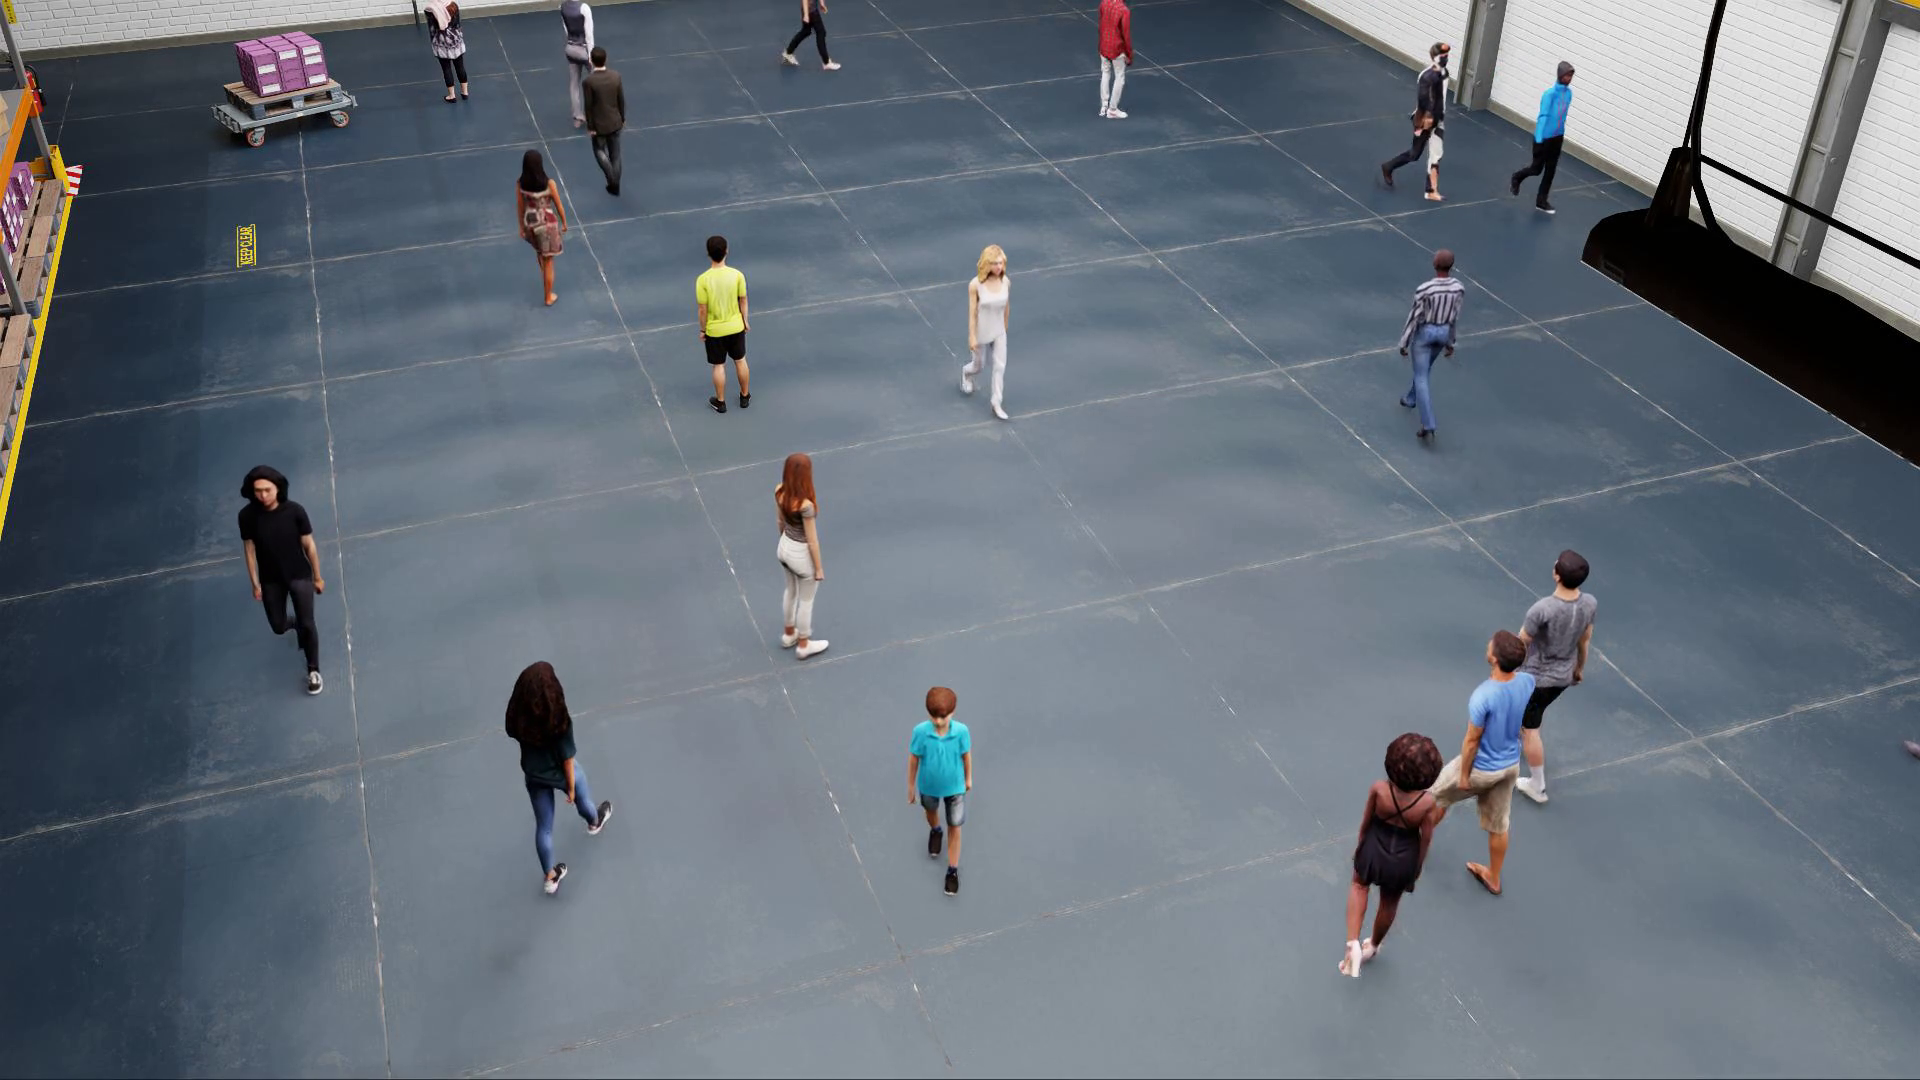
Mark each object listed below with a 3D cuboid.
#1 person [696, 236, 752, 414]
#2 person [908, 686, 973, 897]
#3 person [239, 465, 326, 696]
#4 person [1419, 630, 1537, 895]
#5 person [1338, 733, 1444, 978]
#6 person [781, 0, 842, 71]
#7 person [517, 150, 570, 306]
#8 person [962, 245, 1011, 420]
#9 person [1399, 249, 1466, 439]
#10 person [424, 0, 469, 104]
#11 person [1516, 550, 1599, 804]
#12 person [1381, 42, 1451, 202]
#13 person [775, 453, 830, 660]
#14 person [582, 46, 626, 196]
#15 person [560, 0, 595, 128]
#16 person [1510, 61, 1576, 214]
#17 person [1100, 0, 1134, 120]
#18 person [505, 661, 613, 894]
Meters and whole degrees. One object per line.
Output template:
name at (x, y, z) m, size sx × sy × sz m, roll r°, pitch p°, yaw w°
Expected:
person at (-2.189, -2.004, 15.439) m, size 0.607 × 1.707 × 0.506 m, roll -12°, pitch 35°, yaw -17°
person at (-0.116, 1.466, 10.479) m, size 0.779 × 1.418 × 0.995 m, roll 2°, pitch 34°, yaw 3°
person at (-4.861, 0.211, 12.002) m, size 0.719 × 1.823 × 0.914 m, roll -7°, pitch 34°, yaw -10°
person at (3.298, 1.419, 10.173) m, size 0.652 × 1.835 × 1.013 m, roll -12°, pitch 35°, yaw -17°
person at (2.439, 1.887, 9.519) m, size 0.787 × 1.779 × 0.865 m, roll 9°, pitch 35°, yaw 14°
person at (-2.227, -7.620, 23.865) m, size 1.013 × 1.731 × 1.162 m, roll 2°, pitch 34°, yaw 3°
person at (-4.398, -3.234, 17.365) m, size 0.857 × 1.622 × 1.009 m, roll 2°, pitch 34°, yaw 3°
person at (0.229, -1.968, 15.436) m, size 0.598 × 1.649 × 0.942 m, roll -13°, pitch 36°, yaw -19°
person at (4.259, -1.734, 14.986) m, size 0.714 × 1.757 × 1.096 m, roll -9°, pitch 35°, yaw -13°
person at (-7.011, -6.829, 22.760) m, size 0.711 × 1.638 × 0.727 m, roll -24°, pitch 41°, yaw -32°
person at (3.870, 0.926, 10.902) m, size 0.715 × 1.848 × 1.013 m, roll -9°, pitch 35°, yaw -13°
person at (5.498, -4.987, 19.786) m, size 0.981 × 1.862 × 1.249 m, roll -27°, pitch 42°, yaw -34°
person at (-1.199, 0.123, 12.231) m, size 0.719 × 1.716 × 0.583 m, roll -26°, pitch 42°, yaw -34°
person at (-4.180, -4.954, 19.798) m, size 0.756 × 1.794 × 0.773 m, roll -20°, pitch 38°, yaw -27°
person at (-5.036, -6.370, 21.823) m, size 1.054 × 1.910 × 1.110 m, roll 15°, pitch 36°, yaw 21°
person at (6.829, -4.733, 19.479) m, size 0.668 × 1.778 × 0.932 m, roll -15°, pitch 36°, yaw -21°
person at (2.057, -6.574, 22.221) m, size 0.705 × 1.810 × 0.846 m, roll 23°, pitch 40°, yaw 30°
person at (-2.568, 1.499, 10.281) m, size 0.934 × 1.583 × 1.088 m, roll 7°, pitch 34°, yaw 11°
